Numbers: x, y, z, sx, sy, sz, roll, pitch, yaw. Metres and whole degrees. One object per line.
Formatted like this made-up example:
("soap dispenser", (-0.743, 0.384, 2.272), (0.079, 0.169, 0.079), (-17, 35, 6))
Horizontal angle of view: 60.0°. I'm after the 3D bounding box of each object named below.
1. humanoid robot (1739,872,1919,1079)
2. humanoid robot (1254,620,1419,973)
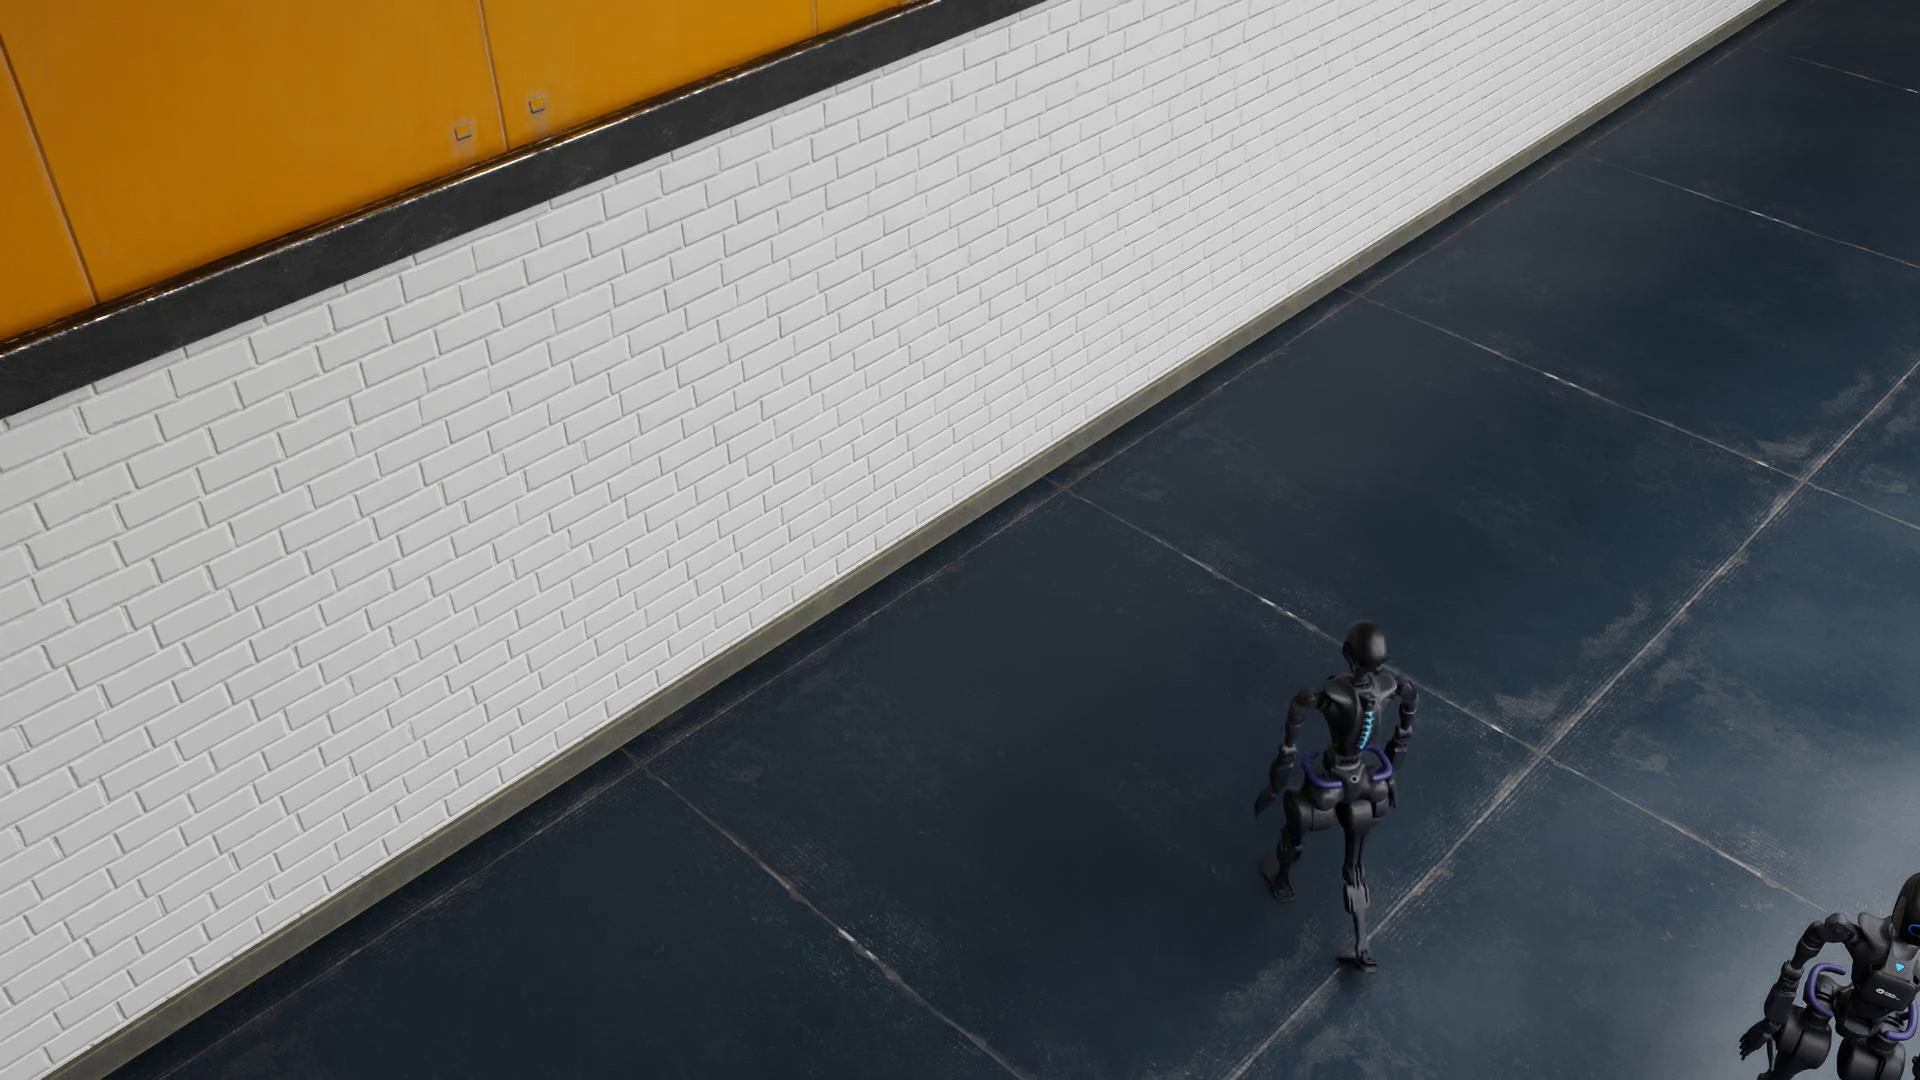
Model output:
("humanoid robot", (3.020, 1.701, 5.654), (0.599, 1.657, 0.315), (17, 42, 20))
("humanoid robot", (1.500, 1.006, 6.574), (0.589, 1.643, 0.748), (-8, 39, -10))
